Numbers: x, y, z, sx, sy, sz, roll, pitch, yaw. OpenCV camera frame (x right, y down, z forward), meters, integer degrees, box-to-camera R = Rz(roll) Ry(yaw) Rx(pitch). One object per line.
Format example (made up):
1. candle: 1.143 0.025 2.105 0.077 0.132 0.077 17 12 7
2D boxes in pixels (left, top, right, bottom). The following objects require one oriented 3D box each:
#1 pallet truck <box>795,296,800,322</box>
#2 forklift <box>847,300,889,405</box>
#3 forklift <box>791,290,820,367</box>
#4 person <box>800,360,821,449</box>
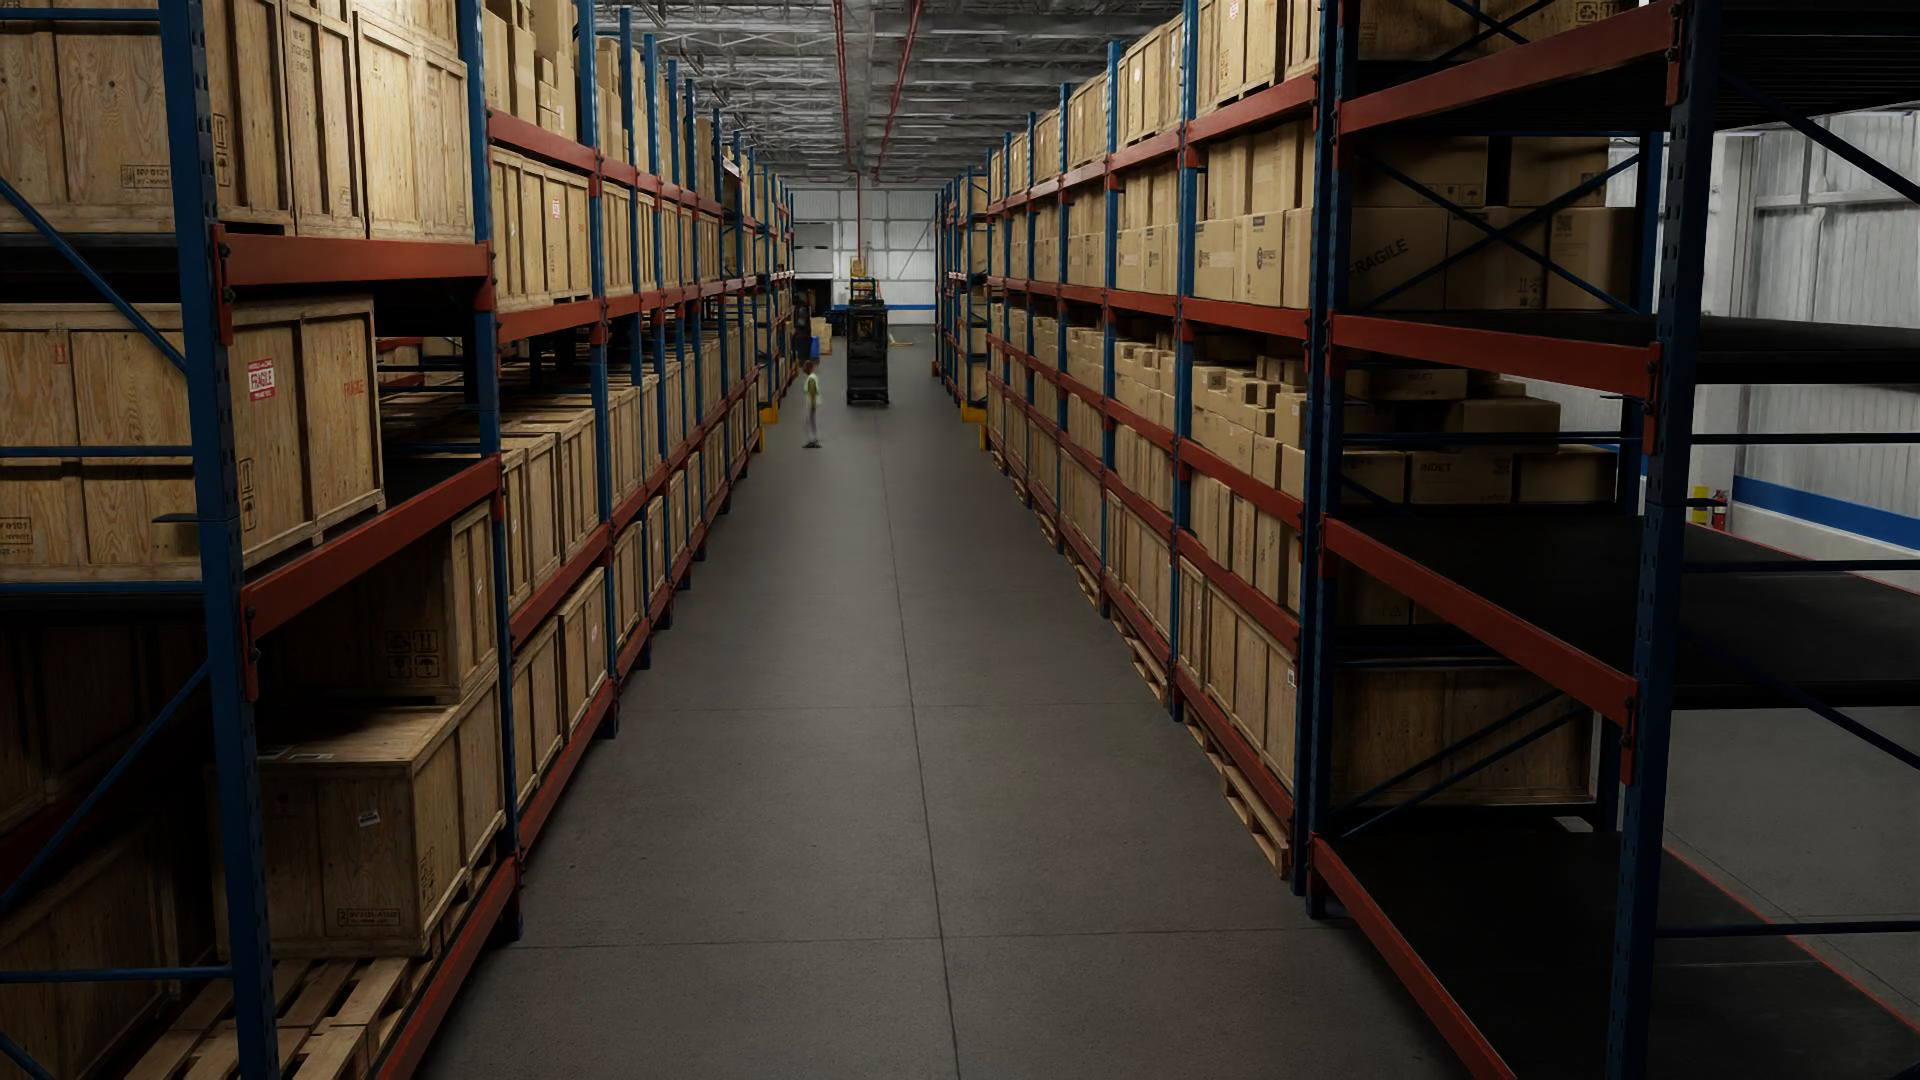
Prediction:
1. pallet truck: -8.622 -12.439 91.403 1.885 1.965 0.823 2 10 13
2. forklift: -2.510 -5.107 44.973 1.129 2.768 1.873 -1 10 -3
3. forklift: -5.925 -7.764 60.843 1.129 2.768 1.873 2 10 14
4. person: -3.122 -2.783 34.211 0.551 1.825 0.606 -1 10 -6
